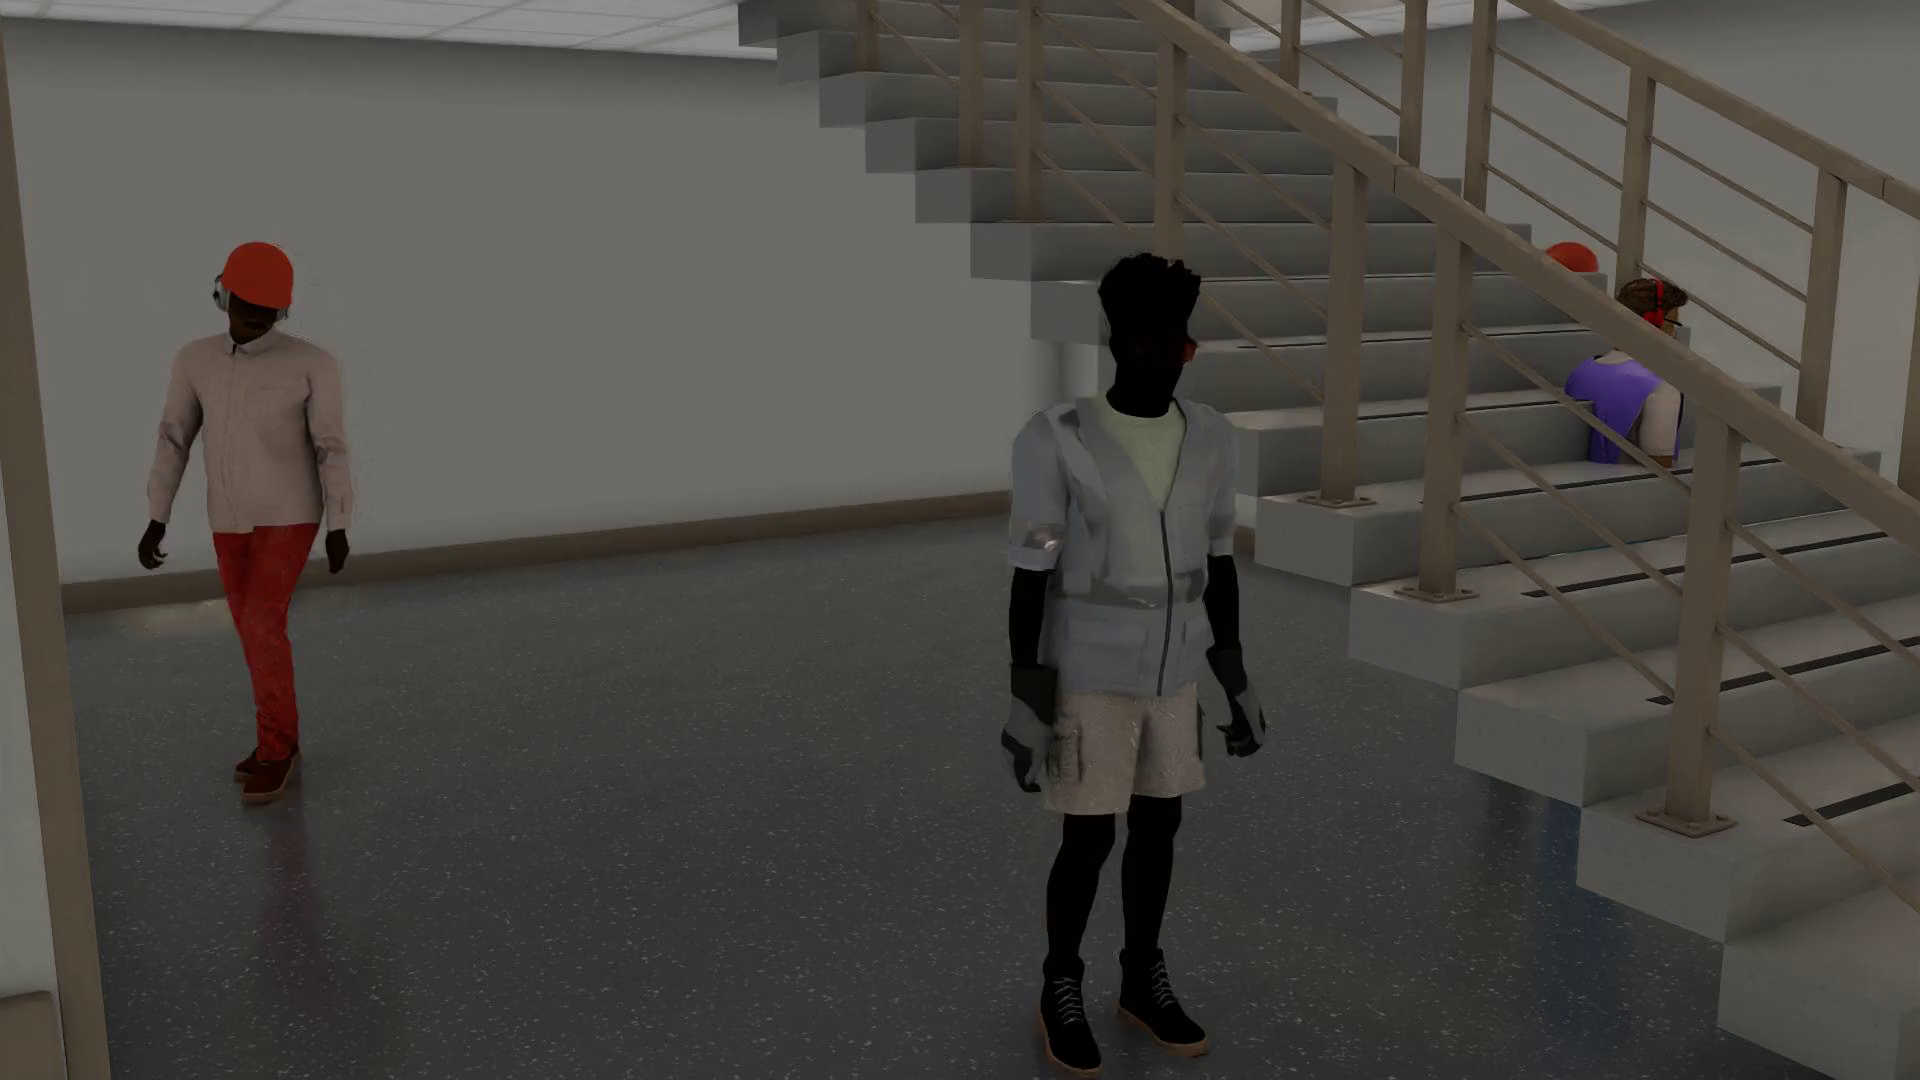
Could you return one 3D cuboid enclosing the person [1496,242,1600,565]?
[{"bbox_3d":[2.530,-0.329,7.329,0.515,1.946,0.713,4,12,22],"label":"person"}]

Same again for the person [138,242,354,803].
[{"bbox_3d":[-2.531,-0.053,5.857,0.654,1.956,0.692,3,11,14],"label":"person"}]

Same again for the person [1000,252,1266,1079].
[{"bbox_3d":[0.422,0.310,3.965,0.723,1.952,0.402,-6,12,-27],"label":"person"}]

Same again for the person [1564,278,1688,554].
[{"bbox_3d":[2.288,0.009,5.839,0.401,1.837,0.565,-2,11,-12],"label":"person"}]
